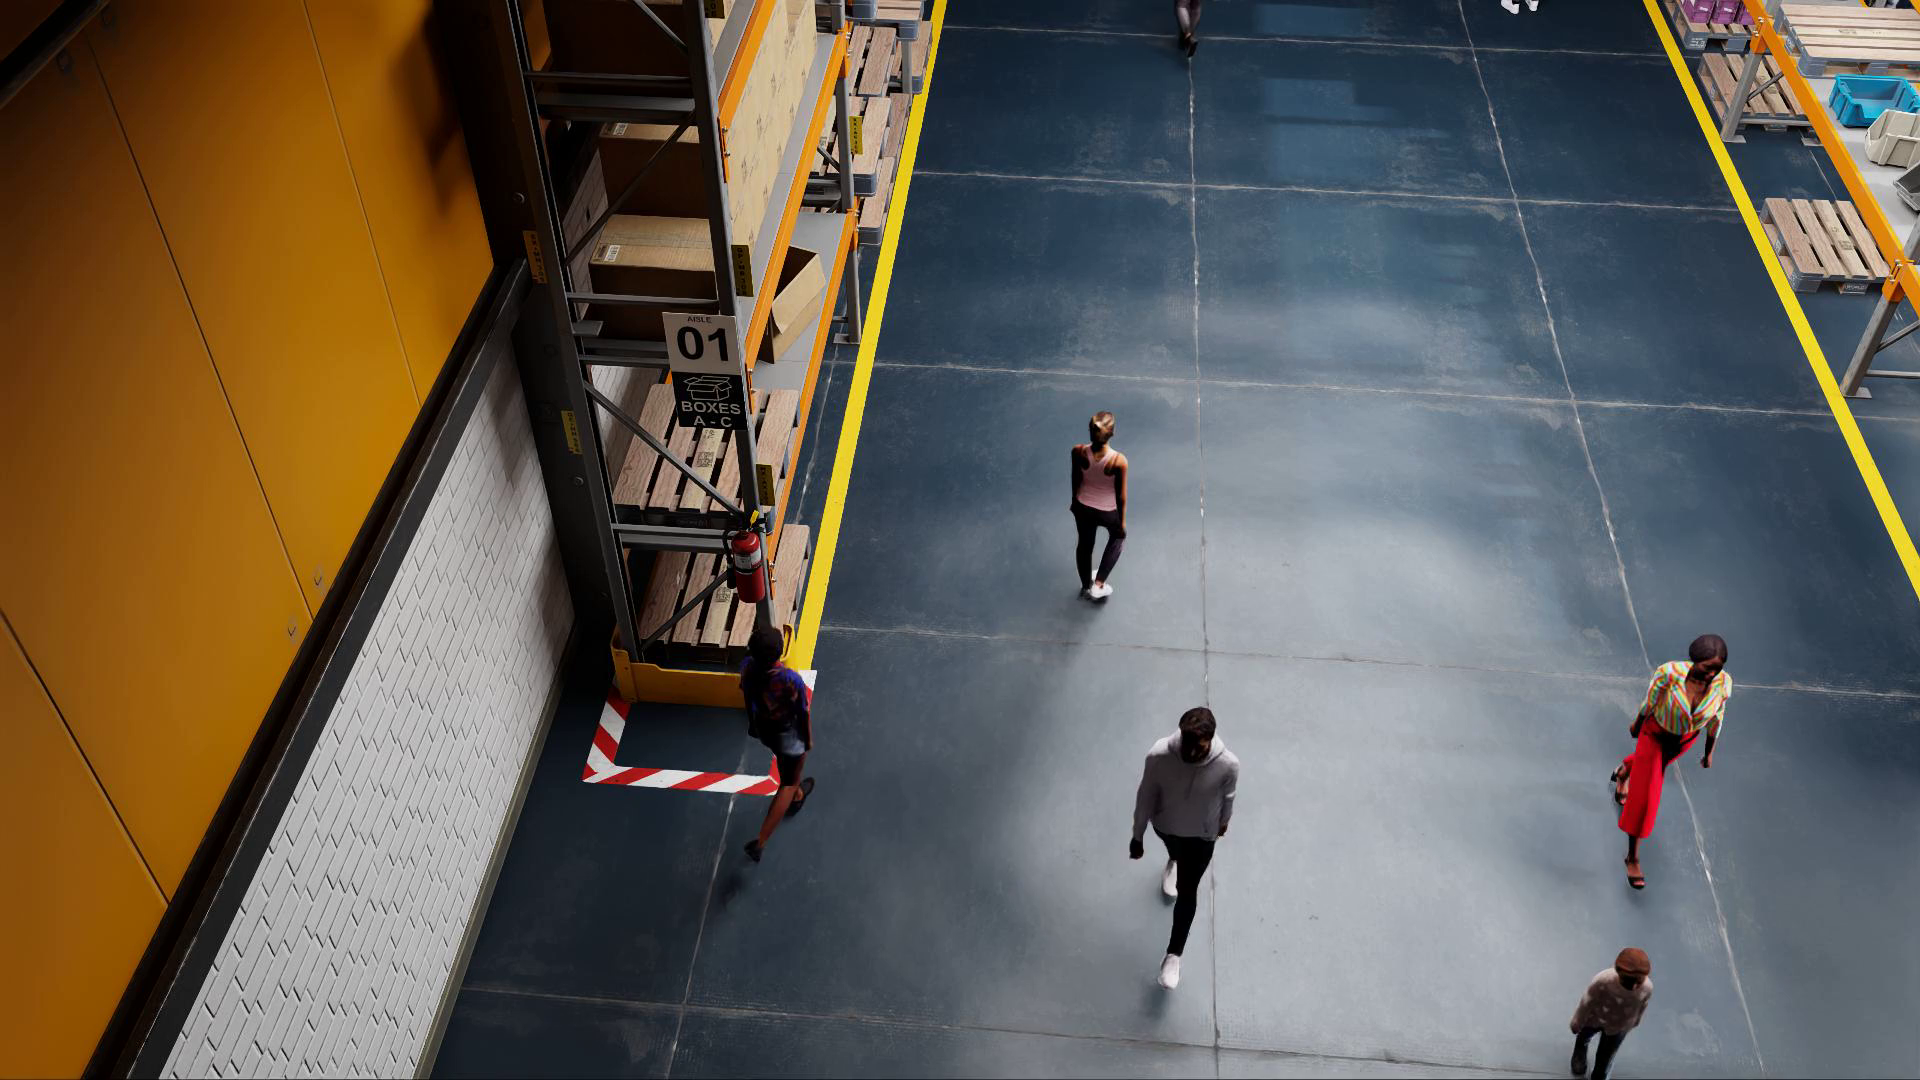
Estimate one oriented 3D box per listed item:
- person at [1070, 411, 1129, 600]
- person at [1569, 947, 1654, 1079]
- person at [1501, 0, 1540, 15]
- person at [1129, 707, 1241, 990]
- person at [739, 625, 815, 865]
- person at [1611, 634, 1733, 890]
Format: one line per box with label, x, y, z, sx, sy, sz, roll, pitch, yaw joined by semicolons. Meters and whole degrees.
person;0.906;-0.165;11.193;0.652;1.635;0.676;18;46;18
person;3.412;2.468;8.764;0.607;1.173;0.813;12;45;13
person;6.183;-6.514;17.765;0.711;1.762;0.656;-9;44;-9
person;1.257;1.488;9.292;0.841;1.862;1.311;11;45;11
person;-1.101;1.195;9.705;0.856;1.717;1.132;19;47;19
person;4.125;1.123;9.766;0.611;1.738;1.147;2;44;2
